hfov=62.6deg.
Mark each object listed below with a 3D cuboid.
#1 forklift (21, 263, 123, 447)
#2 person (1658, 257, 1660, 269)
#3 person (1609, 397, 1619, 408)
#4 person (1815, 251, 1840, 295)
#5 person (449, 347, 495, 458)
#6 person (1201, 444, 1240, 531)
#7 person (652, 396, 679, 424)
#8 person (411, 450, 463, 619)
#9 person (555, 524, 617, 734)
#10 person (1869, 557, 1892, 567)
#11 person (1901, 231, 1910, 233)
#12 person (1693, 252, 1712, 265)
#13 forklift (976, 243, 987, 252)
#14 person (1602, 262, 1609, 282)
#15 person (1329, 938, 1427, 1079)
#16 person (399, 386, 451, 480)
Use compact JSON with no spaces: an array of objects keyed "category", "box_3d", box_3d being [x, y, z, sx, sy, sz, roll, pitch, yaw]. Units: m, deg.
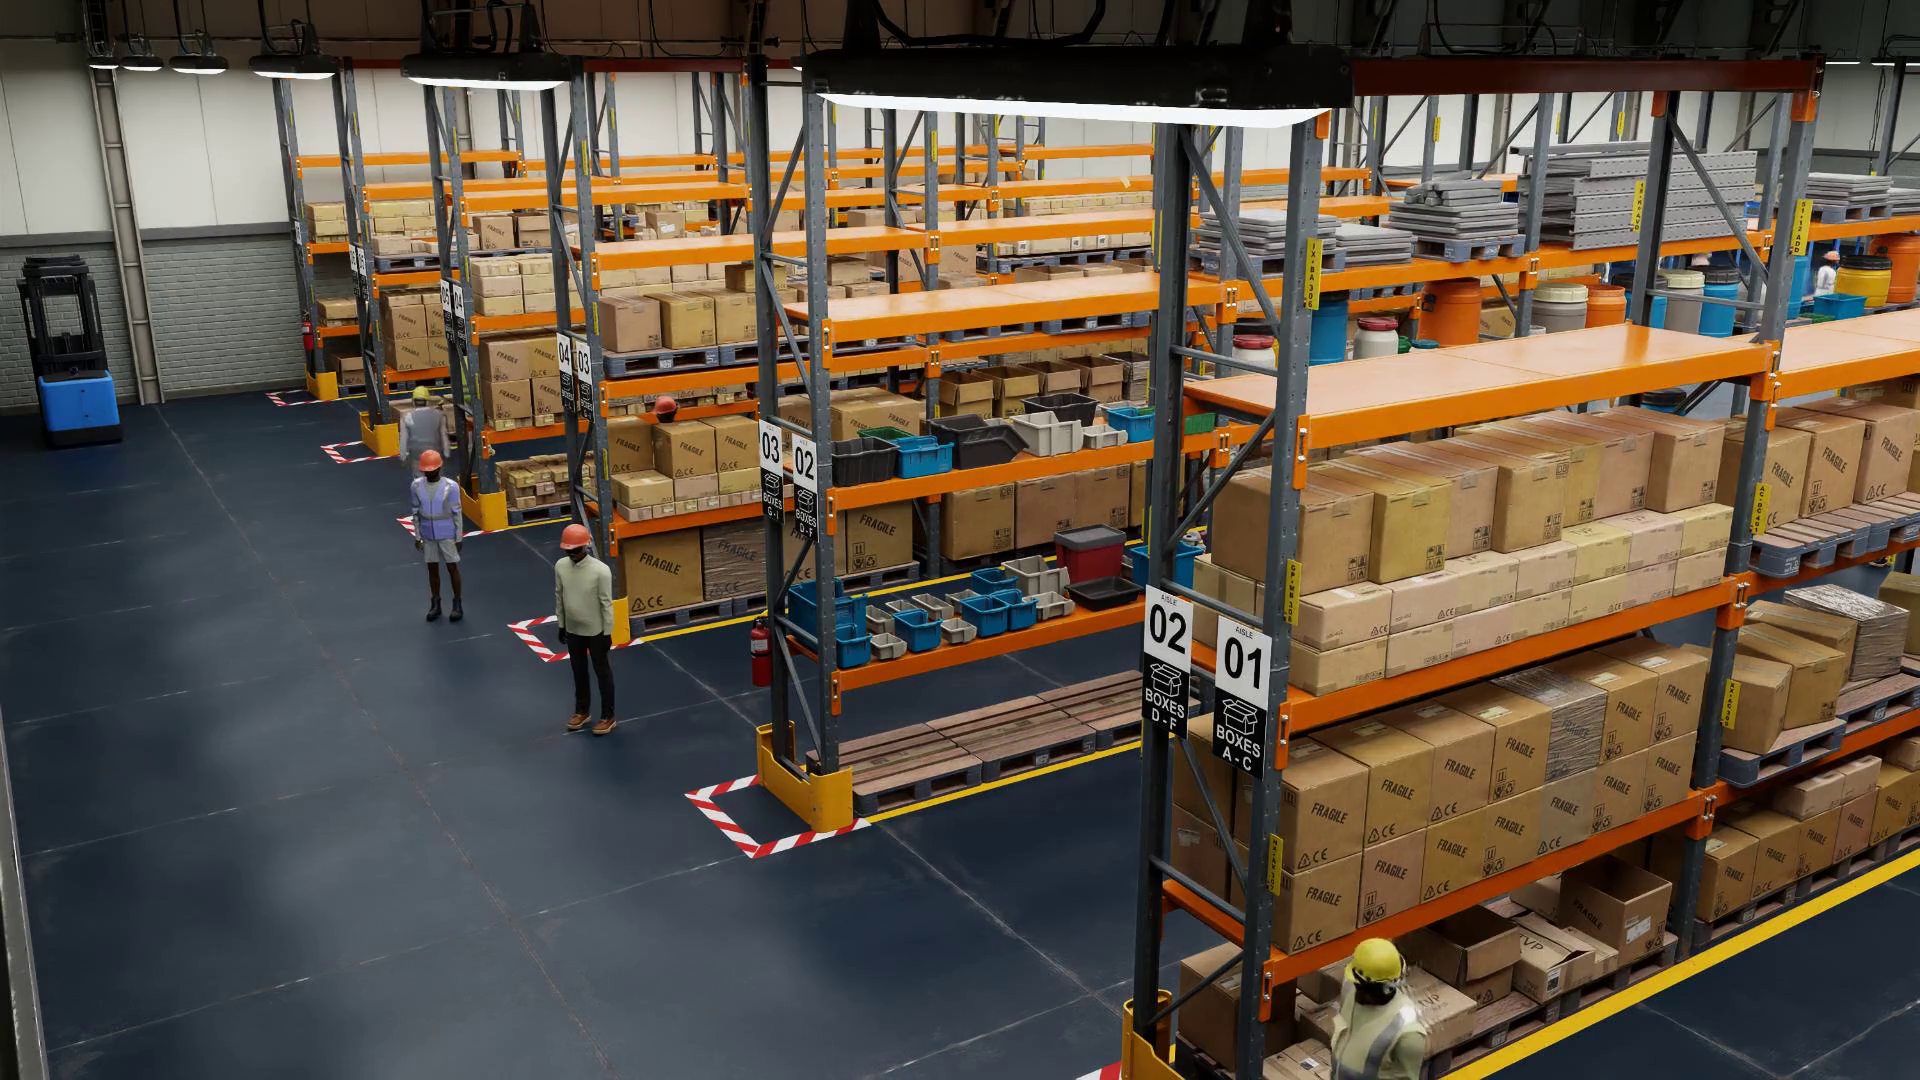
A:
[{"category":"forklift","box_3d":[-14.518,-3.079,25.708,1.129,2.768,1.873,-10,20,-31]},{"category":"person","box_3d":[16.385,-6.139,37.327,0.628,1.902,0.602,9,19,28]},{"category":"person","box_3d":[9.905,-2.020,23.765,0.363,1.933,0.543,11,20,32]},{"category":"person","box_3d":[18.722,-5.264,34.254,0.556,2.028,0.607,1,17,3]},{"category":"person","box_3d":[-7.553,-2.194,24.488,0.626,1.844,0.429,0,17,0]},{"category":"person","box_3d":[3.232,-0.810,19.797,0.372,1.934,0.627,-8,19,-25]},{"category":"person","box_3d":[-3.577,-0.785,19.543,0.392,2.035,0.605,-14,22,-38]},{"category":"person","box_3d":[-5.737,-0.061,17.351,0.545,1.929,0.389,1,17,3]},{"category":"person","box_3d":[-3.434,0.800,14.429,0.615,1.987,0.407,7,18,23]},{"category":"person","box_3d":[11.314,-0.661,19.248,0.366,1.967,0.603,-2,17,-8]},{"category":"person","box_3d":[23.771,-6.911,39.874,0.994,1.881,0.657,5,18,16]},{"category":"person","box_3d":[17.016,-5.806,36.255,0.426,1.889,0.651,0,17,0]},{"category":"forklift","box_3d":[0.988,-5.474,34.718,1.214,2.155,2.313,-10,20,-31]},{"category":"person","box_3d":[17.870,-8.077,43.751,0.514,1.865,0.313,-8,19,-25]},{"category":"person","box_3d":[2.136,2.821,8.085,0.517,1.812,0.597,-6,18,-19]},{"category":"person","box_3d":[-7.172,-1.156,21.133,0.664,1.807,0.464,-8,19,-25]}]
